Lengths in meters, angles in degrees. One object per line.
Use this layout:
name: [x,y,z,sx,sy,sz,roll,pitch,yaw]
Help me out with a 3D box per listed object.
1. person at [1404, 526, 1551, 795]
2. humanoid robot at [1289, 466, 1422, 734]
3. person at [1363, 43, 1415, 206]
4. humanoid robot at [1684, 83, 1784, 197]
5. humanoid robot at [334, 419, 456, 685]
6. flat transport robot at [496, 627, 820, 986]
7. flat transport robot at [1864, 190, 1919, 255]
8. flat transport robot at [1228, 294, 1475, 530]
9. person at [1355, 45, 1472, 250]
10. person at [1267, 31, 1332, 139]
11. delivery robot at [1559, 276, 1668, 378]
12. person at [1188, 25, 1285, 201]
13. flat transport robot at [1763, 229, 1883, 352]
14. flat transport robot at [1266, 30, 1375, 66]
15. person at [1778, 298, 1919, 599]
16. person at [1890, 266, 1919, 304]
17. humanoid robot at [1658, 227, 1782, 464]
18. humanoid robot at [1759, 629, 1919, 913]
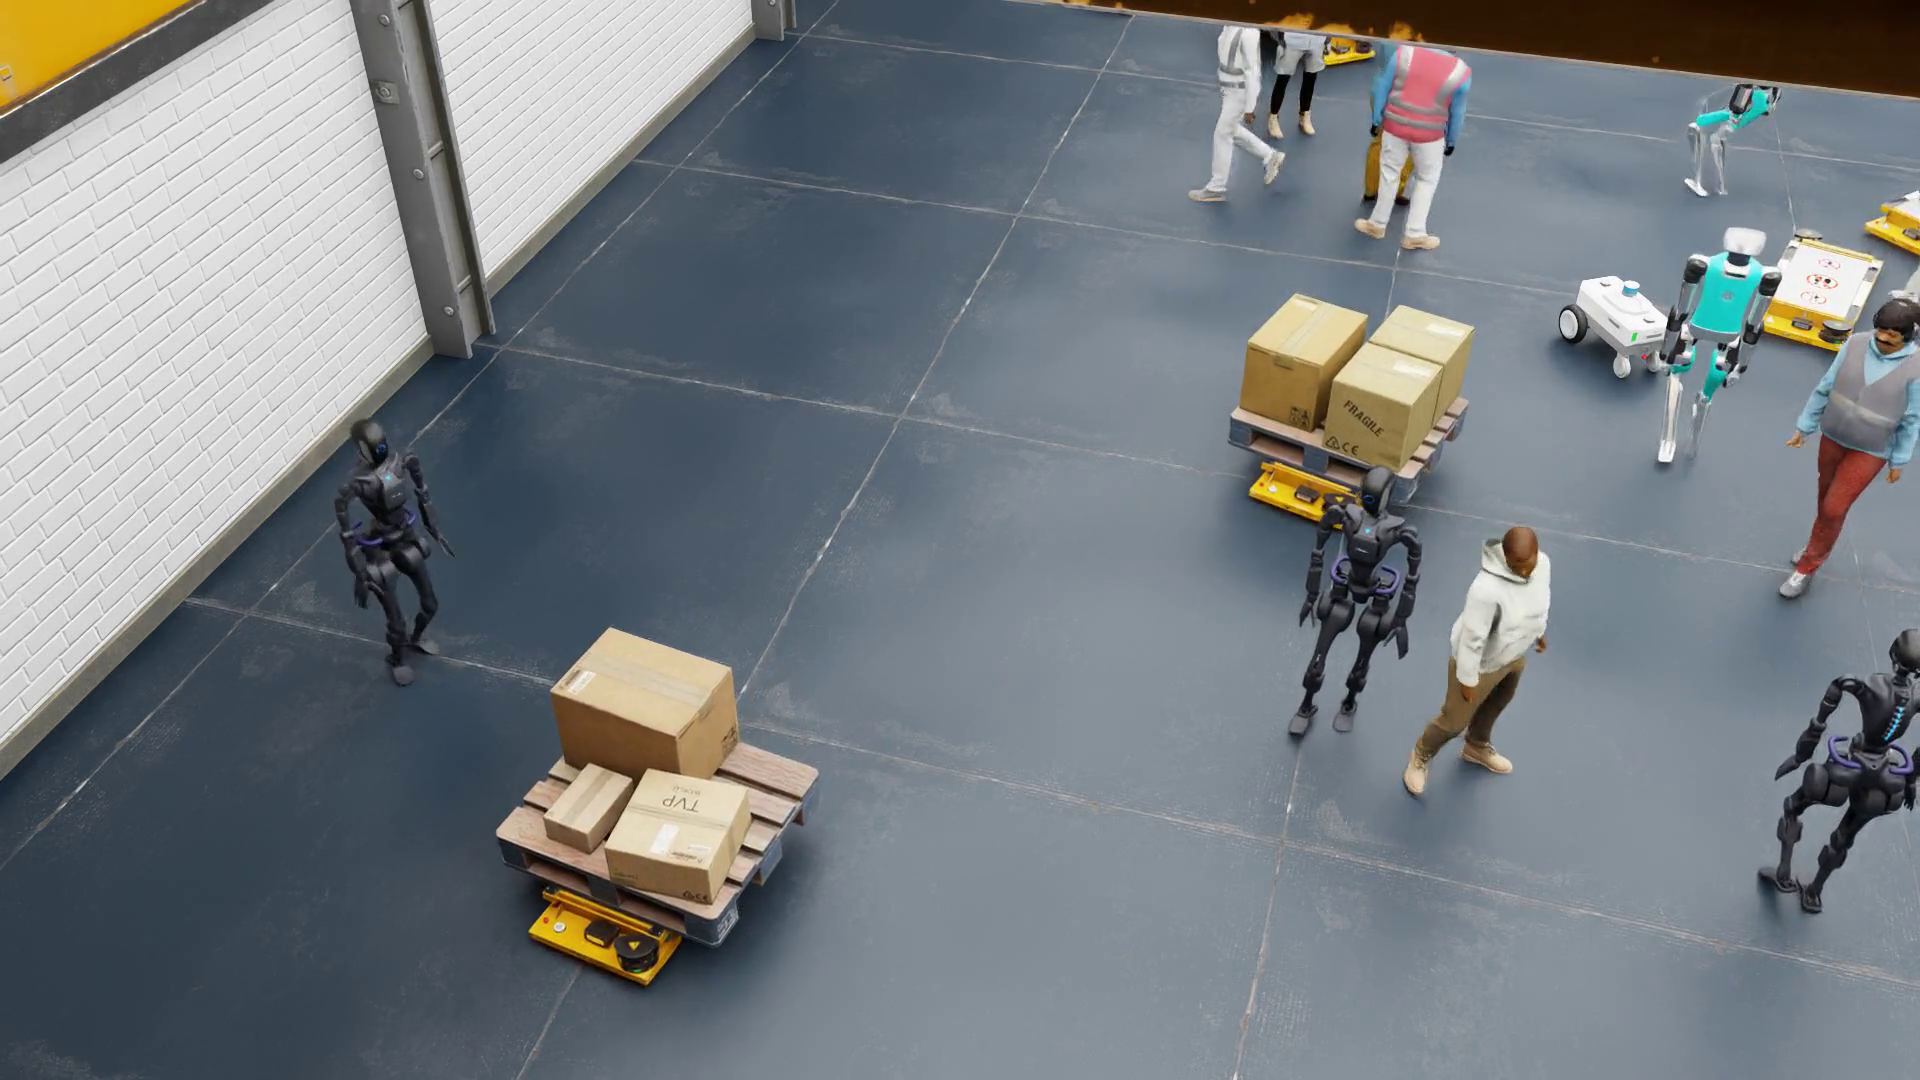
person: [2.584,0.562,8.134,0.588,1.743,0.389,-22,44,-25]
humanoid robot: [2.020,0.354,8.442,0.585,1.652,0.412,17,42,20]
person: [3.483,-3.464,13.133,0.441,1.740,0.553,-21,43,-24]
humanoid robot: [6.217,-3.565,13.275,0.543,1.776,0.804,-21,43,-24]
humanoid robot: [-3.020,0.049,8.829,0.368,1.651,0.597,25,45,28]
flat transport robot: [-1.423,1.491,8.149,0.659,0.231,1.431,16,42,19]
flat transport robot: [7.931,-2.577,13.210,1.431,0.231,0.659,-21,43,-24]
flat transport robot: [2.481,-0.589,10.736,0.659,0.231,1.431,23,44,26]
person: [3.445,-3.104,12.648,0.714,1.805,0.434,16,42,19]
person: [2.919,-4.235,14.140,0.531,1.690,0.321,-8,39,-10]
delivery robot: [4.641,-1.550,11.702,0.499,0.592,0.774,-11,40,-13]
person: [2.275,-3.572,13.178,0.713,1.859,0.609,-2,39,-2]
flat transport robot: [6.359,-1.857,12.315,0.659,0.231,1.431,23,44,25]
flat transport robot: [3.383,-4.990,16.211,0.659,0.231,1.431,-14,41,-17]
person: [4.975,-0.524,9.387,0.791,1.847,0.590,-22,44,-25]
person: [7.242,-2.370,11.878,0.489,1.614,0.575,-25,45,-28]
humanoid robot: [4.625,-1.182,10.379,0.533,1.890,0.722,13,40,15]
humanoid robot: [4.082,1.053,7.569,0.592,1.645,0.350,8,39,10]
